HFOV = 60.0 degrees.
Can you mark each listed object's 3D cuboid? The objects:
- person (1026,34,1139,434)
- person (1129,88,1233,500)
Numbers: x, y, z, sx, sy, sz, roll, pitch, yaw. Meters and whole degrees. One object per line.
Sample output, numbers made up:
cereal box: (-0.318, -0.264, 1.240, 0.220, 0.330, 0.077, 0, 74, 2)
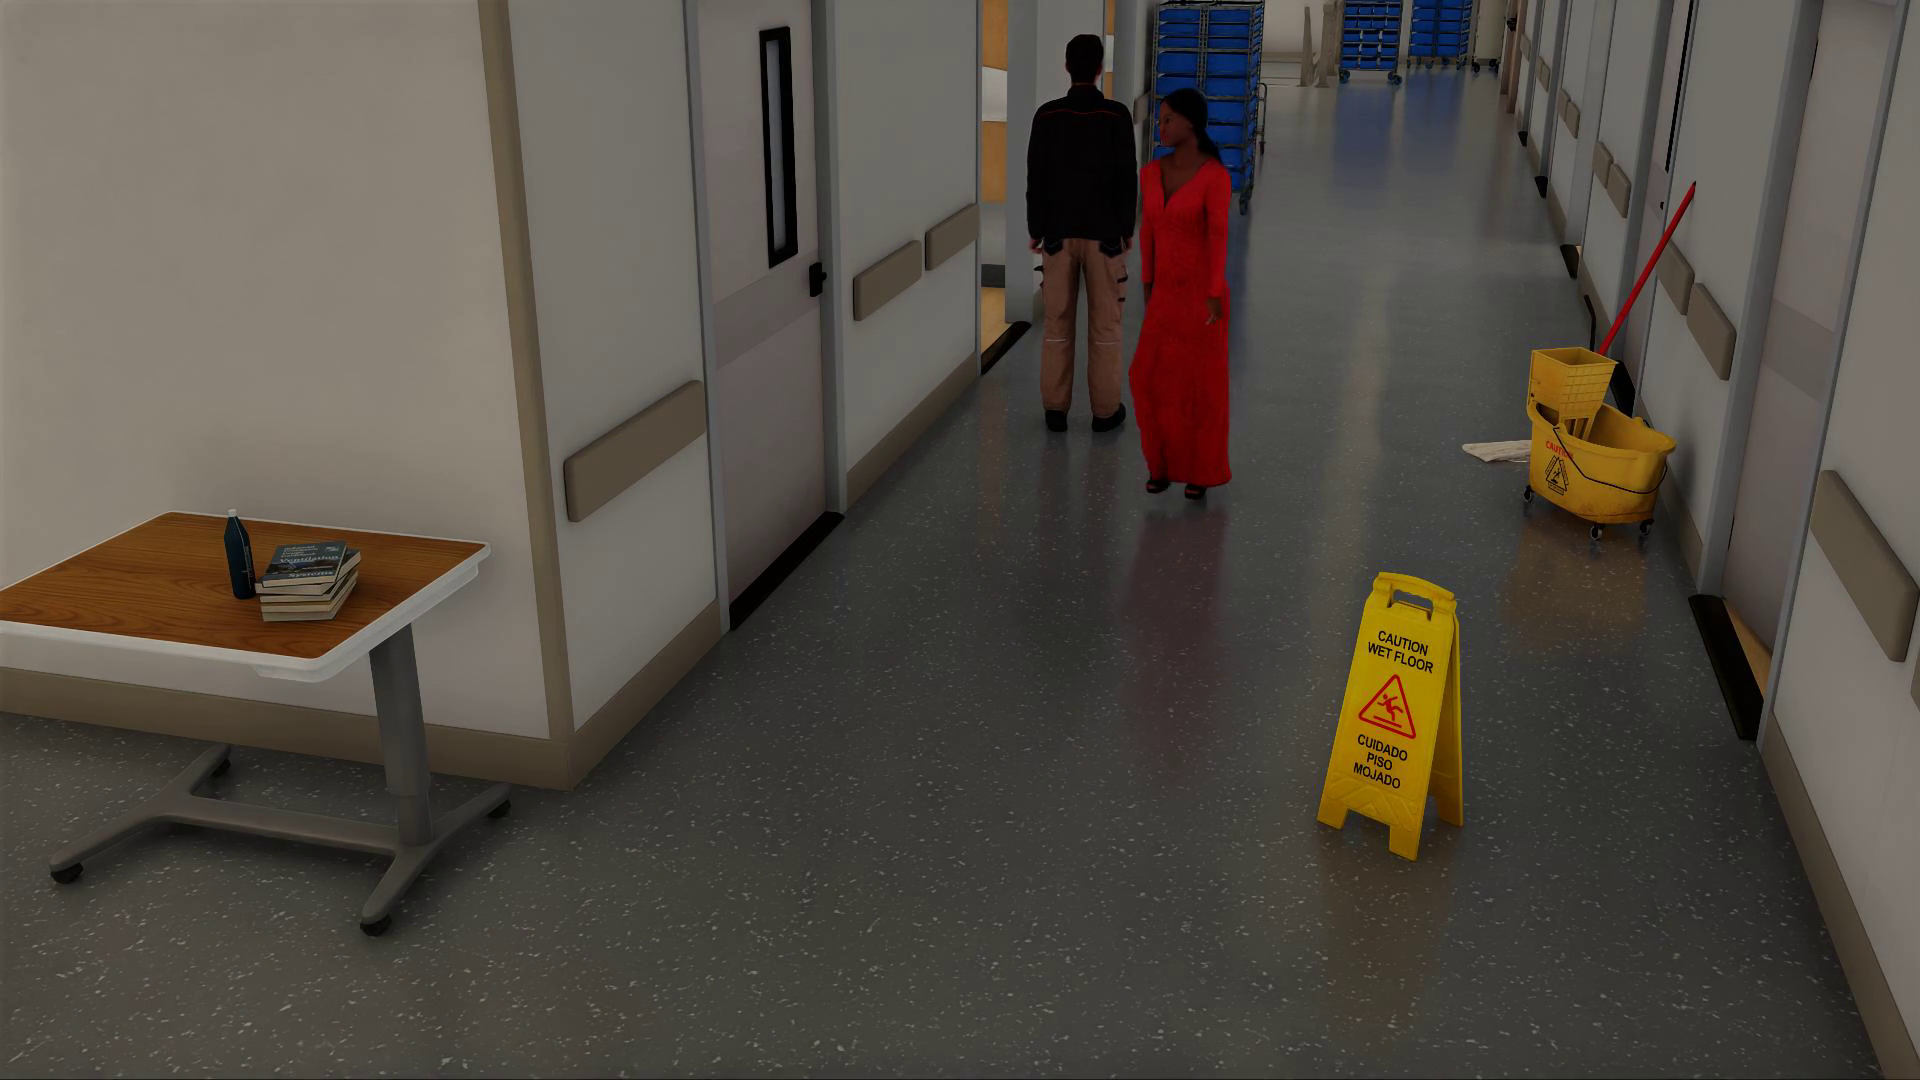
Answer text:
person: (0.598, -1.484, 8.156, 0.712, 1.925, 0.620, 3, 21, 9)
person: (1.036, -1.045, 7.218, 0.775, 1.769, 0.827, 13, 24, 30)
